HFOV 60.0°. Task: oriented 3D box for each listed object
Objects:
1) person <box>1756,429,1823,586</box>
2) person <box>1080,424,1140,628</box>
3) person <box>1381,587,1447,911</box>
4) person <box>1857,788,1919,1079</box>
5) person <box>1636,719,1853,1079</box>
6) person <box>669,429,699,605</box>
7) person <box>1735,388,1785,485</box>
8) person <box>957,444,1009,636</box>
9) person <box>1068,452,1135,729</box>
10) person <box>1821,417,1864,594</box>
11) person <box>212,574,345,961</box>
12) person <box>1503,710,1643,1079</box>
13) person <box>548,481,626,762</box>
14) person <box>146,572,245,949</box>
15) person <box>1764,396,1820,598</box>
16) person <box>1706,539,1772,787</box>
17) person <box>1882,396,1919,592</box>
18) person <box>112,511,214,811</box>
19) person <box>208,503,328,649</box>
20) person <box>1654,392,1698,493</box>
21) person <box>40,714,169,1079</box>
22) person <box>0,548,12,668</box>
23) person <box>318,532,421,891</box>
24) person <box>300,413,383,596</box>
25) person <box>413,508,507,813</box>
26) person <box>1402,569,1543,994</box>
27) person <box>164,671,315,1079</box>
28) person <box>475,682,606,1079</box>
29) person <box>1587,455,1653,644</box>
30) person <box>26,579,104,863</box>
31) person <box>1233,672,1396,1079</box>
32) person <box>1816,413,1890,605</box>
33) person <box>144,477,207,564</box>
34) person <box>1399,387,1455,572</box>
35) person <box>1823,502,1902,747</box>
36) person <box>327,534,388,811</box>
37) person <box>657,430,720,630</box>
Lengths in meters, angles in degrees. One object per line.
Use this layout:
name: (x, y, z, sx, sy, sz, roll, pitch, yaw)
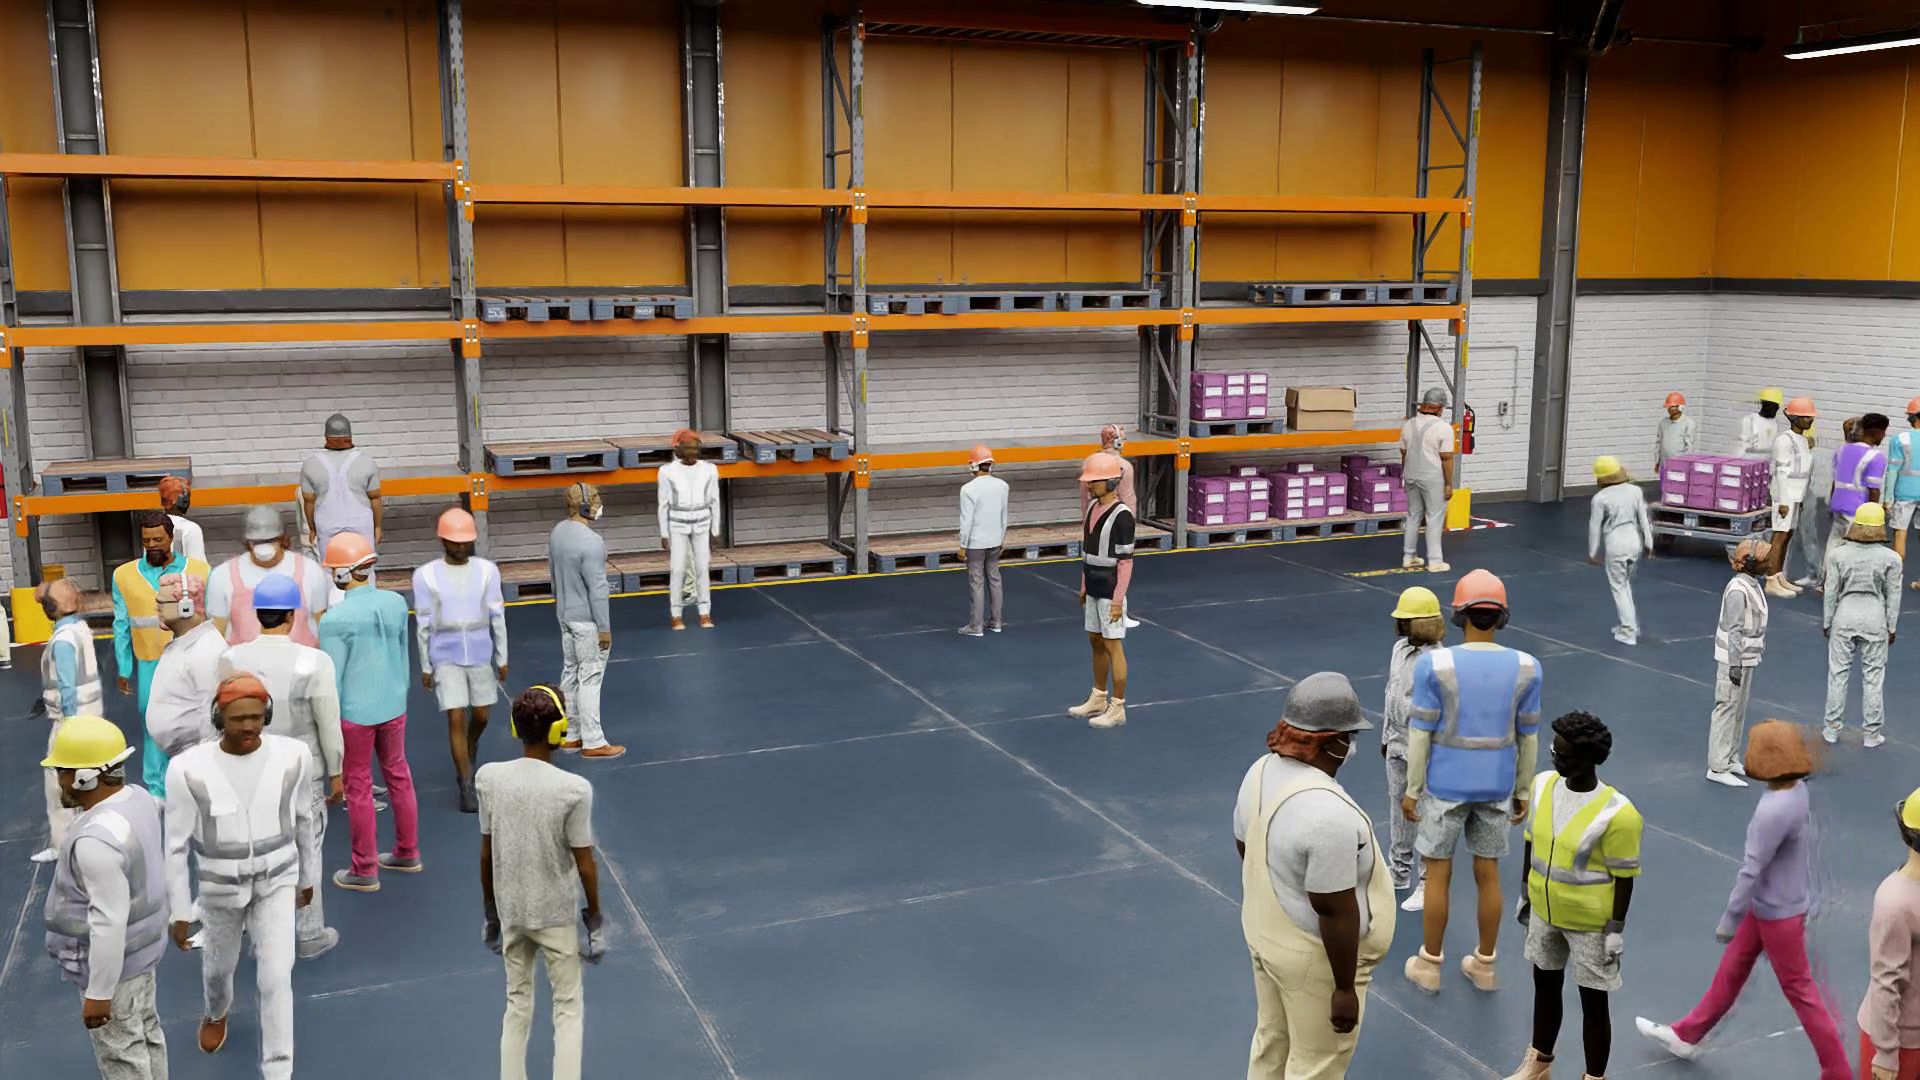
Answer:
person: (8.758, -0.379, 17.481, 0.747, 1.714, 0.522, 4, 11, 23)
person: (1.416, -0.134, 15.570, 0.400, 1.910, 0.643, -8, 12, -38)
person: (2.421, 1.104, 8.915, 0.300, 1.742, 0.487, -4, 11, -23)
person: (3.223, 1.666, 5.611, 0.535, 1.766, 0.321, -9, 13, -41)
person: (3.341, 1.523, 6.930, 0.892, 1.579, 0.508, 7, 12, 34)
person: (-2.719, -0.233, 16.579, 0.328, 1.752, 0.563, -4, 11, -23)
person: (9.467, -0.876, 19.849, 0.629, 1.902, 0.544, -3, 10, -19)
person: (0.193, -0.003, 15.252, 0.572, 1.750, 0.330, -9, 13, -42)
person: (1.047, 0.367, 12.297, 0.382, 2.042, 0.607, -4, 11, -23)
person: (9.028, -0.342, 16.991, 0.340, 1.839, 0.501, 5, 11, 25)
person: (-3.343, 1.131, 8.223, 0.616, 1.933, 0.420, 0, 10, -1)
person: (2.471, 1.508, 6.716, 0.322, 1.696, 0.530, -6, 11, -29)
person: (-2.593, 0.557, 11.493, 0.359, 1.938, 0.635, -8, 13, -40)
person: (-3.891, 1.102, 8.444, 0.406, 1.911, 0.639, -7, 12, -33)
person: (8.473, -0.440, 16.938, 0.387, 2.045, 0.605, 9, 13, 42)
person: (5.143, 0.802, 10.979, 0.312, 1.634, 0.514, 7, 12, 36)
person: (9.808, -0.463, 17.108, 0.609, 2.035, 0.402, 1, 10, 6)
person: (-4.929, 0.763, 10.365, 0.597, 1.917, 0.379, -3, 10, -17)
person: (-4.230, 0.724, 10.245, 0.689, 2.000, 0.855, -3, 10, -19)
person: (9.016, -0.998, 21.033, 0.352, 1.741, 0.563, -5, 11, -26)
person: (-3.147, 1.536, 6.159, 0.404, 1.830, 0.602, -2, 10, -14)
person: (-8.166, 0.254, 13.778, 0.342, 1.748, 0.573, 0, 10, 1)
person: (-3.288, 0.937, 9.182, 0.406, 1.986, 0.618, 5, 11, 27)
person: (-5.638, -0.147, 15.259, 0.688, 2.000, 0.539, -2, 10, -13)
person: (-3.186, 0.722, 10.631, 0.553, 1.914, 0.777, -5, 11, -28)
person: (2.403, 1.145, 7.866, 0.611, 2.030, 0.415, -1, 10, -4)
person: (-3.005, 1.410, 6.954, 0.594, 1.847, 0.992, -6, 11, -30)
person: (-1.629, 1.473, 6.474, 0.506, 1.859, 0.331, 2, 10, 14)
person: (5.902, 0.081, 14.936, 0.561, 1.686, 0.512, -3, 10, -17)
person: (-5.229, 1.032, 9.684, 0.469, 1.621, 0.534, -3, 10, -15)
person: (1.297, 1.460, 6.000, 0.539, 2.000, 0.689, -3, 10, -15)
person: (8.884, -0.302, 16.502, 0.484, 1.927, 0.637, -2, 10, -10)
person: (-5.680, 0.469, 12.161, 0.575, 1.885, 0.355, 4, 11, 23)
person: (5.196, -0.684, 18.354, 0.535, 2.000, 0.683, -6, 12, -32)
person: (6.406, 0.595, 11.838, 0.483, 1.745, 0.299, 6, 12, 32)
person: (-3.796, 0.824, 10.493, 0.334, 1.749, 0.575, -3, 10, -15)
person: (-2.513, -0.091, 15.443, 0.573, 1.874, 0.374, -4, 10, -20)
